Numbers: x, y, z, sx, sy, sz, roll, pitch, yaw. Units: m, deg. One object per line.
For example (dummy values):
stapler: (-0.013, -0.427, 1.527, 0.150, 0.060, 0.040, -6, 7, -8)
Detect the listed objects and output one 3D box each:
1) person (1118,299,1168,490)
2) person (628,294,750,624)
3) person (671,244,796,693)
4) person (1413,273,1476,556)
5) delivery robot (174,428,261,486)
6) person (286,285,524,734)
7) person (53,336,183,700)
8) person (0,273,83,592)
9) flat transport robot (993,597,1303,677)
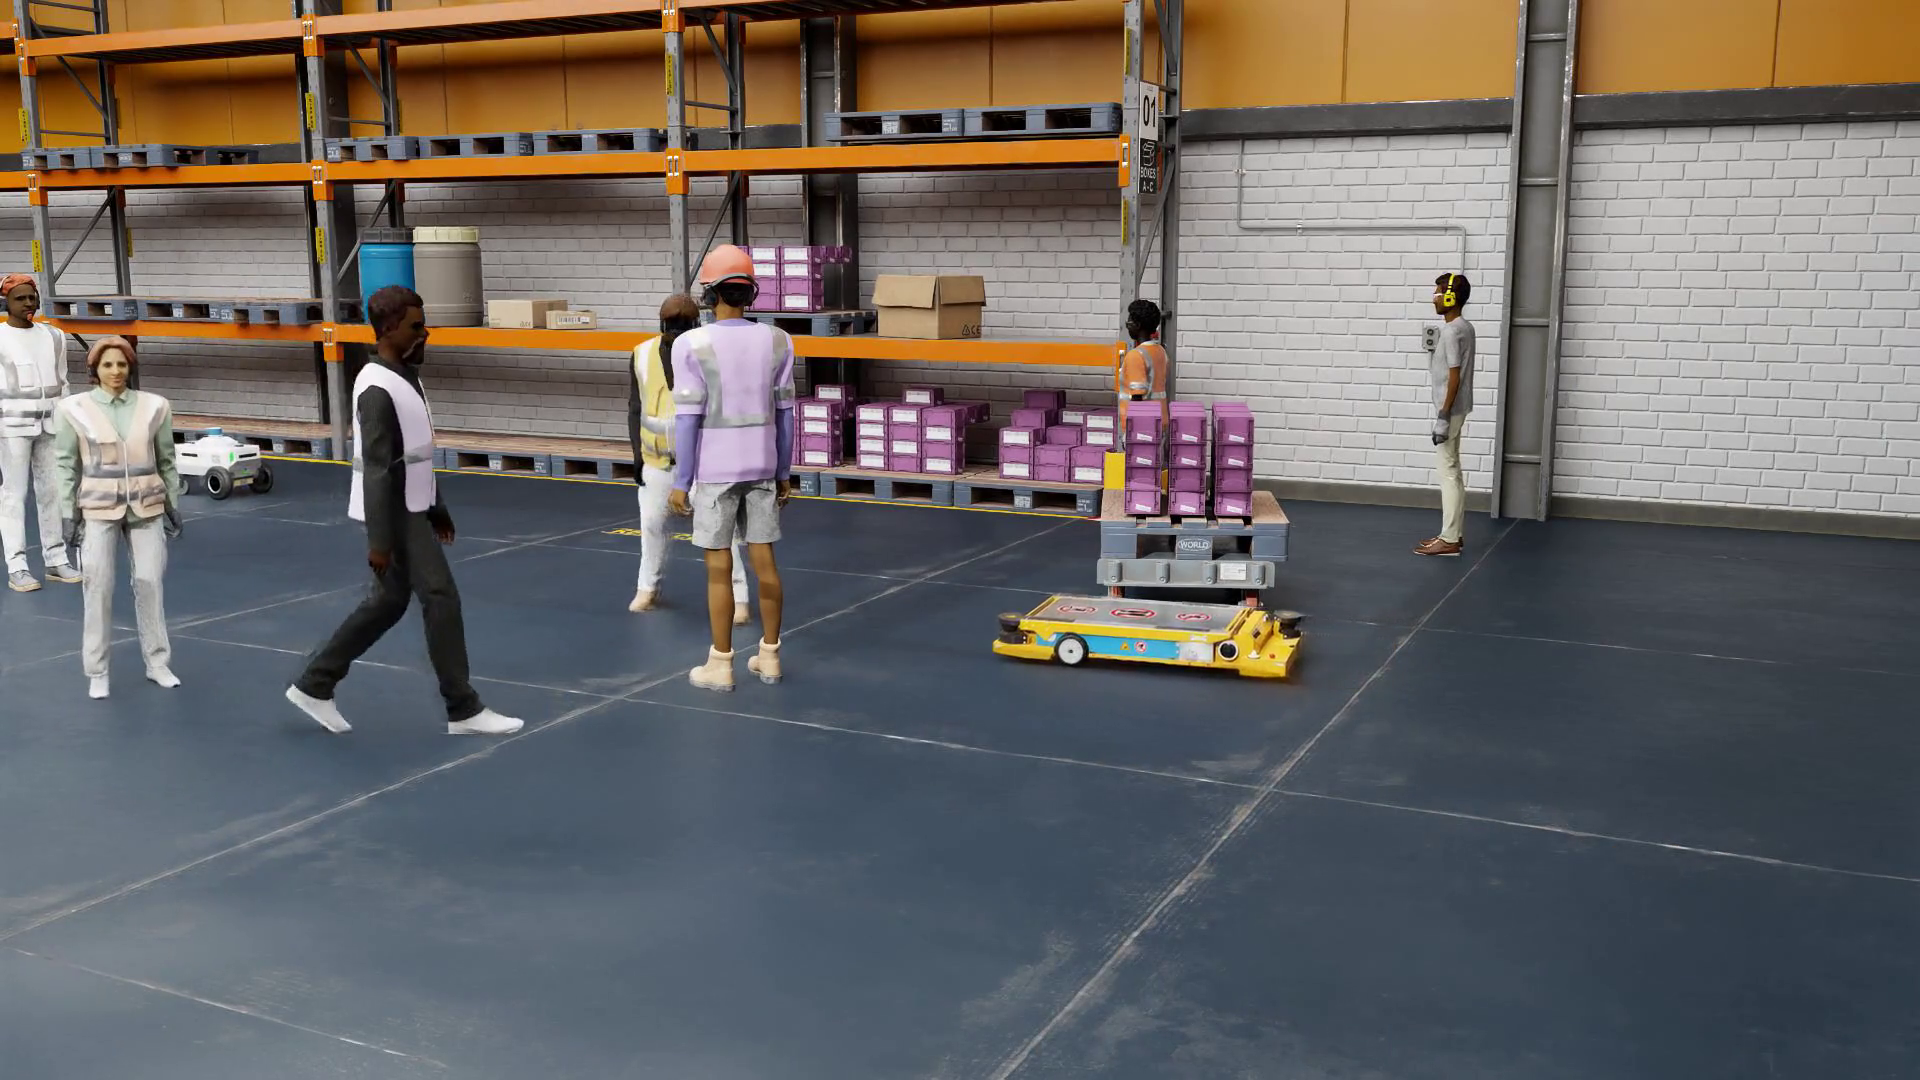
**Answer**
person: (1.207, -0.742, 11.043, 0.315, 1.696, 0.541, 5, 11, 25)
person: (-1.476, -0.446, 9.130, 0.782, 1.795, 0.537, 2, 10, 11)
person: (-1.049, -0.323, 7.653, 0.611, 2.043, 0.375, -7, 12, -35)
person: (3.232, -0.829, 11.045, 0.316, 1.870, 0.531, 5, 11, 25)
delivery robot: (-6.124, -0.684, 13.710, 0.707, 0.478, 0.477, 5, 11, 25)
person: (-2.348, -0.104, 6.849, 0.925, 1.889, 0.589, -2, 10, -12)
person: (-3.822, -0.107, 7.580, 0.522, 1.636, 0.310, -9, 13, -40)
person: (-5.564, -0.644, 9.953, 0.350, 1.882, 0.583, 5, 11, 27)
flat transport robot: (0.940, 0.458, 8.251, 1.431, 0.197, 0.652, 3, 10, 18)
